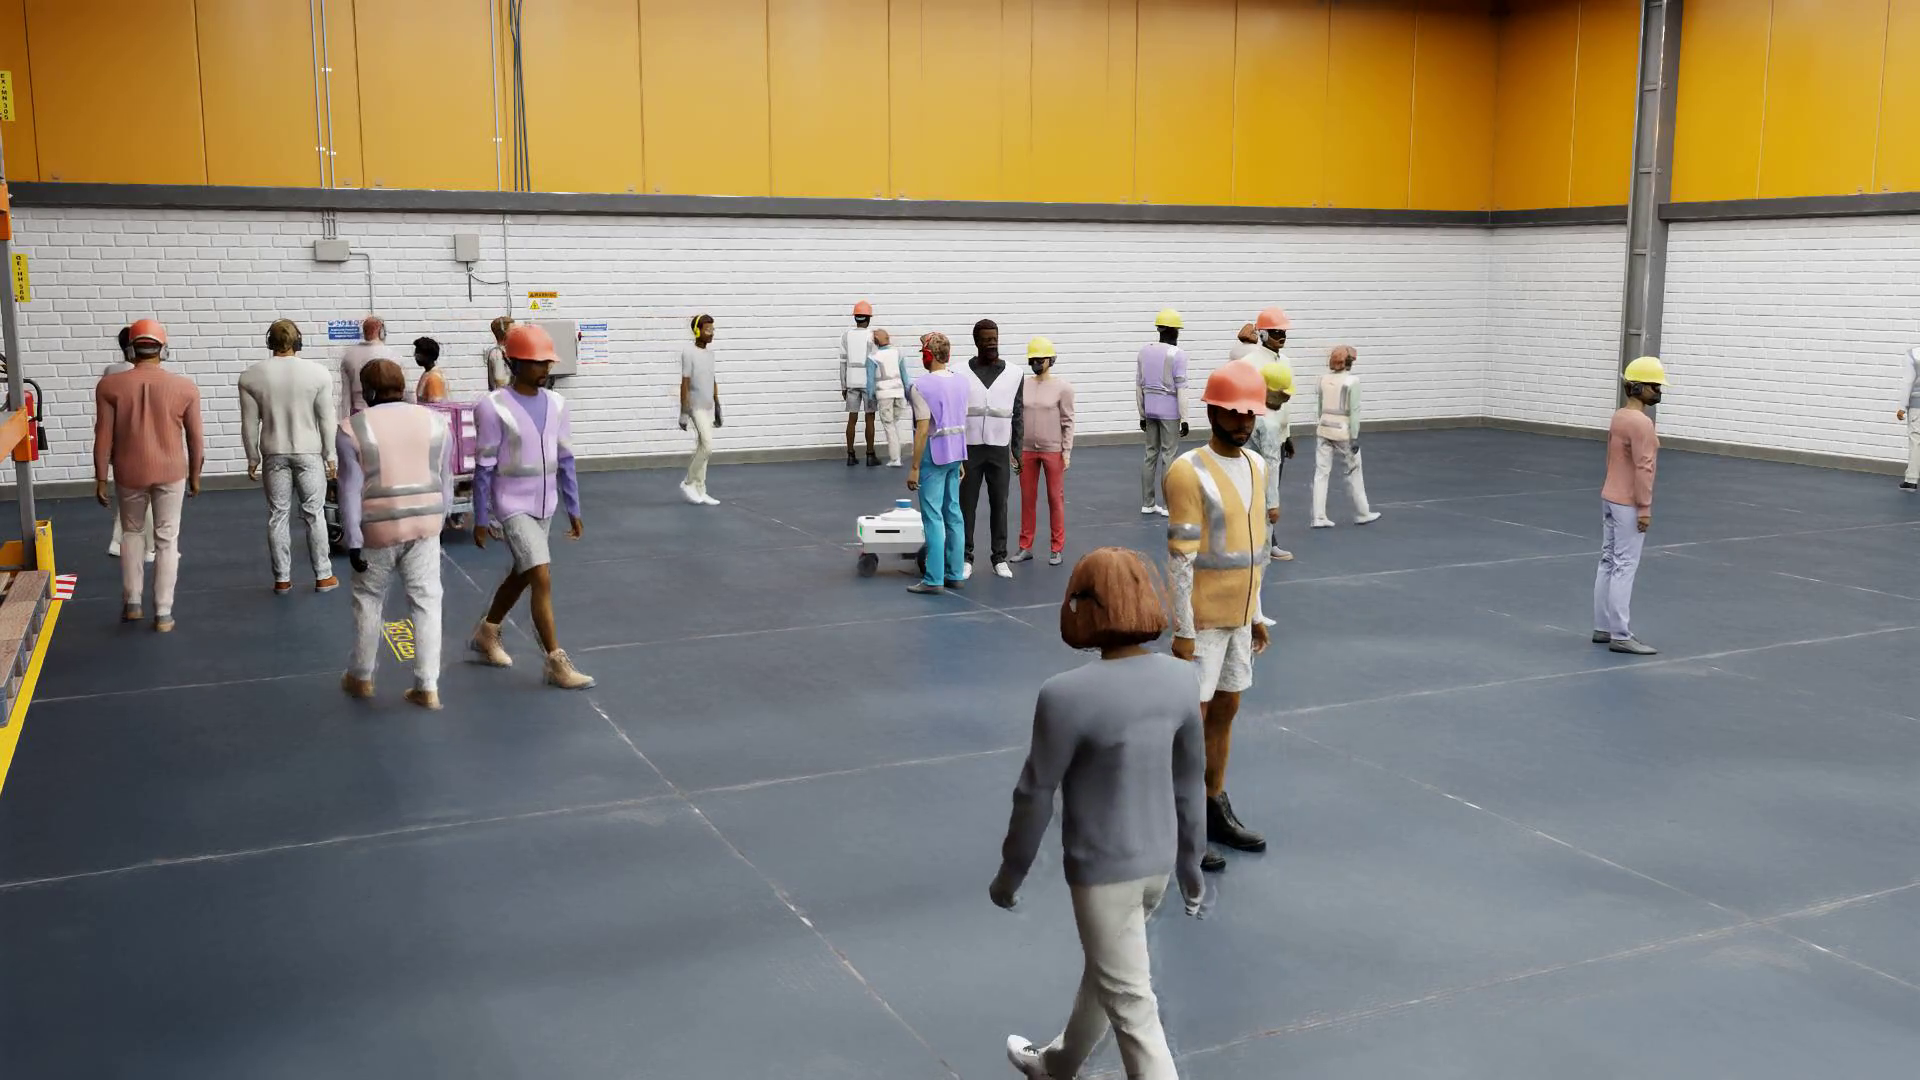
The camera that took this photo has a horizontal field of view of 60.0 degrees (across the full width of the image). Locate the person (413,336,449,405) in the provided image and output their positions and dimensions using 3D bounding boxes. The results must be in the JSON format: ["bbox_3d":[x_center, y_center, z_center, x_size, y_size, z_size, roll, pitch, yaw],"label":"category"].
[{"bbox_3d":[-4.848,-1.013,15.159,0.431,1.678,0.550,-4,10,-21],"label":"person"}]

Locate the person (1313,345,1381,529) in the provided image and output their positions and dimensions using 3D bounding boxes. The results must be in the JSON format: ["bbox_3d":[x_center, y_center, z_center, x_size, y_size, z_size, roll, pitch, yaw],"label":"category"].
[{"bbox_3d":[3.431,-0.914,14.752,0.758,1.606,0.541,-7,11,-35],"label":"person"}]

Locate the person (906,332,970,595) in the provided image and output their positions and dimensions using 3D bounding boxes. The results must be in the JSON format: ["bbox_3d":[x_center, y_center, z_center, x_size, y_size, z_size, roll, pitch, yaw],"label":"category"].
[{"bbox_3d":[-0.143,-0.533,11.693,0.375,1.843,0.575,7,12,37],"label":"person"}]

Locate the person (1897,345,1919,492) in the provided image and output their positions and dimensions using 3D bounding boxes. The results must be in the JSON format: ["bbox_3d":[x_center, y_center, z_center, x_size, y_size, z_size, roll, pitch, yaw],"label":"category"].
[{"bbox_3d":[9.972,-1.396,17.123,0.588,1.822,0.403,2,9,9],"label":"person"}]

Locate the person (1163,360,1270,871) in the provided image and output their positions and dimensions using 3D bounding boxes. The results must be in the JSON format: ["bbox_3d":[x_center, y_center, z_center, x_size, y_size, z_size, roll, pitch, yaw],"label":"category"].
[{"bbox_3d":[1.010,0.280,6.378,0.547,1.934,0.376,-9,13,-44],"label":"person"}]

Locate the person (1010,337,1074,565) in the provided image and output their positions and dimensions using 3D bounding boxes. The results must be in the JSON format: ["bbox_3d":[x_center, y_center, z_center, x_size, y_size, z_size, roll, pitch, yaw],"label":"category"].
[{"bbox_3d":[0.627,-0.686,12.891,0.526,1.768,0.314,4,10,24],"label":"person"}]

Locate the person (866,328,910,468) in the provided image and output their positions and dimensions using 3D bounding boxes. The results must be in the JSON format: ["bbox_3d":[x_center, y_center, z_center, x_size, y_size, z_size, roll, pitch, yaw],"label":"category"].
[{"bbox_3d":[-0.862,-1.655,19.351,0.543,1.614,0.555,-7,12,-39],"label":"person"}]

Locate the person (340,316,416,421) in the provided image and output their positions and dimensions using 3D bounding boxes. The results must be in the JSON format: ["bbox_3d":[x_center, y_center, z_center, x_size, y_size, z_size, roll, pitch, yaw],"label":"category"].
[{"bbox_3d":[-5.365,-1.140,15.467,0.658,1.851,1.021,3,10,21],"label":"person"}]

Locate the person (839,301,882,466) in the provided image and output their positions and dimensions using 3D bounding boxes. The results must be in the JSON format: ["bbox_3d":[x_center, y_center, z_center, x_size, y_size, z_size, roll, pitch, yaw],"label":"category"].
[{"bbox_3d":[-1.135,-1.824,19.452,0.546,1.929,0.388,4,10,22],"label":"person"}]

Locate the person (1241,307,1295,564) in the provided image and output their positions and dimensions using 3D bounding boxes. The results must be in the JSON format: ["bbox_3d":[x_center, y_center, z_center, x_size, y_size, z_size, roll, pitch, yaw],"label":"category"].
[{"bbox_3d":[2.394,-0.809,12.941,0.379,1.996,0.611,9,13,44],"label":"person"}]

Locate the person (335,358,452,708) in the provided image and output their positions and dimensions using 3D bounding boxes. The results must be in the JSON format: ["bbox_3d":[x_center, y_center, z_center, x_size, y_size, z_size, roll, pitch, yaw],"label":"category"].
[{"bbox_3d":[-3.004,-0.045,8.767,0.640,1.810,0.827,-7,12,-38],"label":"person"}]

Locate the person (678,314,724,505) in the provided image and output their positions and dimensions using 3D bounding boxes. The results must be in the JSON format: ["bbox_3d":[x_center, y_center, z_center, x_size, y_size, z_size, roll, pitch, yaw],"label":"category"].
[{"bbox_3d":[-2.478,-1.251,16.108,0.383,1.855,0.555,4,10,21],"label":"person"}]

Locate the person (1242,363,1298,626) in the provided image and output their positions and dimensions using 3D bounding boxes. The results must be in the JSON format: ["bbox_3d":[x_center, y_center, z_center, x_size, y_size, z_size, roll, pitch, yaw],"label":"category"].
[{"bbox_3d":[1.809,-0.287,10.626,0.577,1.697,0.574,-2,9,-12],"label":"person"}]

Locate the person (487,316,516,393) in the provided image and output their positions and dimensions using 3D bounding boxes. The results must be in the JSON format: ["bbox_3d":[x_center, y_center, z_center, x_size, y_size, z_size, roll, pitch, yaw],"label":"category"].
[{"bbox_3d":[-4.318,-1.207,15.879,0.345,1.847,0.507,-1,9,-9],"label":"person"}]

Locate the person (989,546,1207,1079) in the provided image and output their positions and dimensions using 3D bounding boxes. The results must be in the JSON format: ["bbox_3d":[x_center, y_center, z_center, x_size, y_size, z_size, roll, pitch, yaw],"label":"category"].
[{"bbox_3d":[0.317,0.809,4.168,0.506,1.589,0.853,-8,12,-42],"label":"person"}]

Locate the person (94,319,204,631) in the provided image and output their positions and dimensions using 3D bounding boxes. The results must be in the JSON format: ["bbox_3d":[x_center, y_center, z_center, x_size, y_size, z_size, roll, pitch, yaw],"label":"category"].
[{"bbox_3d":[-5.146,-0.417,10.594,0.630,1.964,0.618,-4,10,-22],"label":"person"}]

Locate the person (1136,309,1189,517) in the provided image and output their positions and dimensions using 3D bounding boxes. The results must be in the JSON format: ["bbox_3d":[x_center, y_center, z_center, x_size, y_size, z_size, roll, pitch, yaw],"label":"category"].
[{"bbox_3d":[1.899,-1.174,15.425,0.373,1.923,0.596,-8,12,-40],"label":"person"}]

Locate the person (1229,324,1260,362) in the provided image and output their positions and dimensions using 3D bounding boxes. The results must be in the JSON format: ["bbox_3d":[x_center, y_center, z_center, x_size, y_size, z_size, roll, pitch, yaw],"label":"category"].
[{"bbox_3d":[3.551,-1.856,20.558,0.498,1.633,0.279,9,13,43],"label":"person"}]

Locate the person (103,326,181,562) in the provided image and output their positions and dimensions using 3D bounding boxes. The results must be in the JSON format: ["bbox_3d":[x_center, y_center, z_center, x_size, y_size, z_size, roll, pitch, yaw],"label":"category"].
[{"bbox_3d":[-6.391,-0.738,12.942,0.580,1.857,0.416,4,10,26],"label":"person"}]

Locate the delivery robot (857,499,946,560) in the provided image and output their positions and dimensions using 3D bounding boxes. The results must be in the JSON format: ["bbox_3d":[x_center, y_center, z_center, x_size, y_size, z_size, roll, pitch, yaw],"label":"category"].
[{"bbox_3d":[-0.416,-0.062,12.473,0.707,0.478,0.477,0,9,-1],"label":"delivery robot"}]

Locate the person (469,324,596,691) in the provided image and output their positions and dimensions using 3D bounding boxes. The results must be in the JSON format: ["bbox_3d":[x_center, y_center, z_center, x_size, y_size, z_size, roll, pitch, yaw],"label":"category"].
[{"bbox_3d":[-2.443,-0.202,9.227,1.057,1.995,0.618,6,11,31],"label":"person"}]

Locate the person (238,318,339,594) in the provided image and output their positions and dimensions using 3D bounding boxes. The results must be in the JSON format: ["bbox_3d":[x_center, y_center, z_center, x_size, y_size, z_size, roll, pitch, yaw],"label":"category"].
[{"bbox_3d":[-4.708,-0.582,11.710,0.629,1.940,0.379,-2,9,-11],"label":"person"}]

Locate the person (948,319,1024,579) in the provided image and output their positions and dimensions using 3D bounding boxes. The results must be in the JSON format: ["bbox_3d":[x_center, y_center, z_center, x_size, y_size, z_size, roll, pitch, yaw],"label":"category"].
[{"bbox_3d":[0.181,-0.673,12.331,0.596,1.921,0.384,-1,9,-6],"label":"person"}]

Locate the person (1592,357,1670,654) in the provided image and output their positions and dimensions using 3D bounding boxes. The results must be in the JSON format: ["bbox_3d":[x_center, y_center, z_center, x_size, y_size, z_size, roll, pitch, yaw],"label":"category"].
[{"bbox_3d":[4.018,-0.210,9.950,0.329,1.765,0.526,1,9,3],"label":"person"}]
